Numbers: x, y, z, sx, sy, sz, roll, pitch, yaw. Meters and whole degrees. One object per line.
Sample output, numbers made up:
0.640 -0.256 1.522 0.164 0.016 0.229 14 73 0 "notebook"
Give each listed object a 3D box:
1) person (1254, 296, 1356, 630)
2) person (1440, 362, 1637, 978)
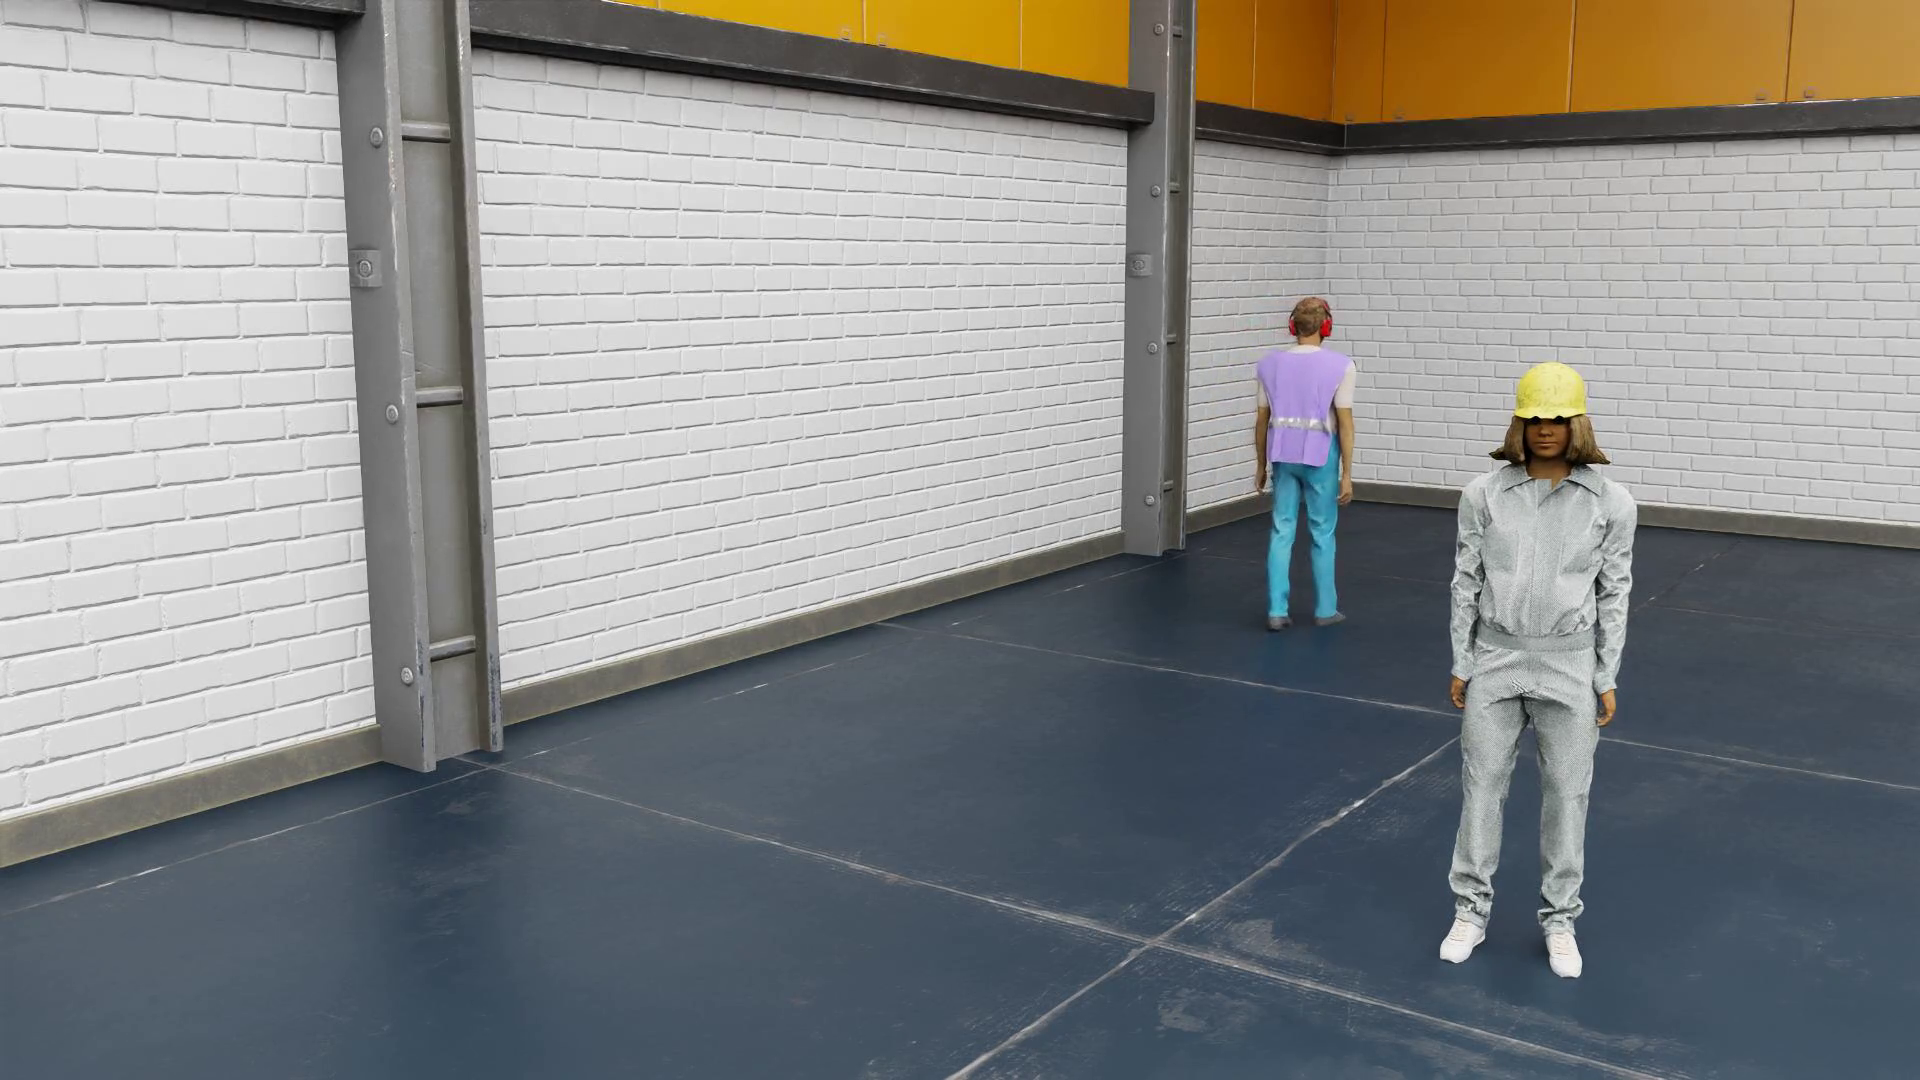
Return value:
1.893 -0.412 9.137 0.577 1.850 0.479 6 11 31 "person"
1.633 0.369 4.725 0.485 1.744 0.294 4 10 21 "person"
